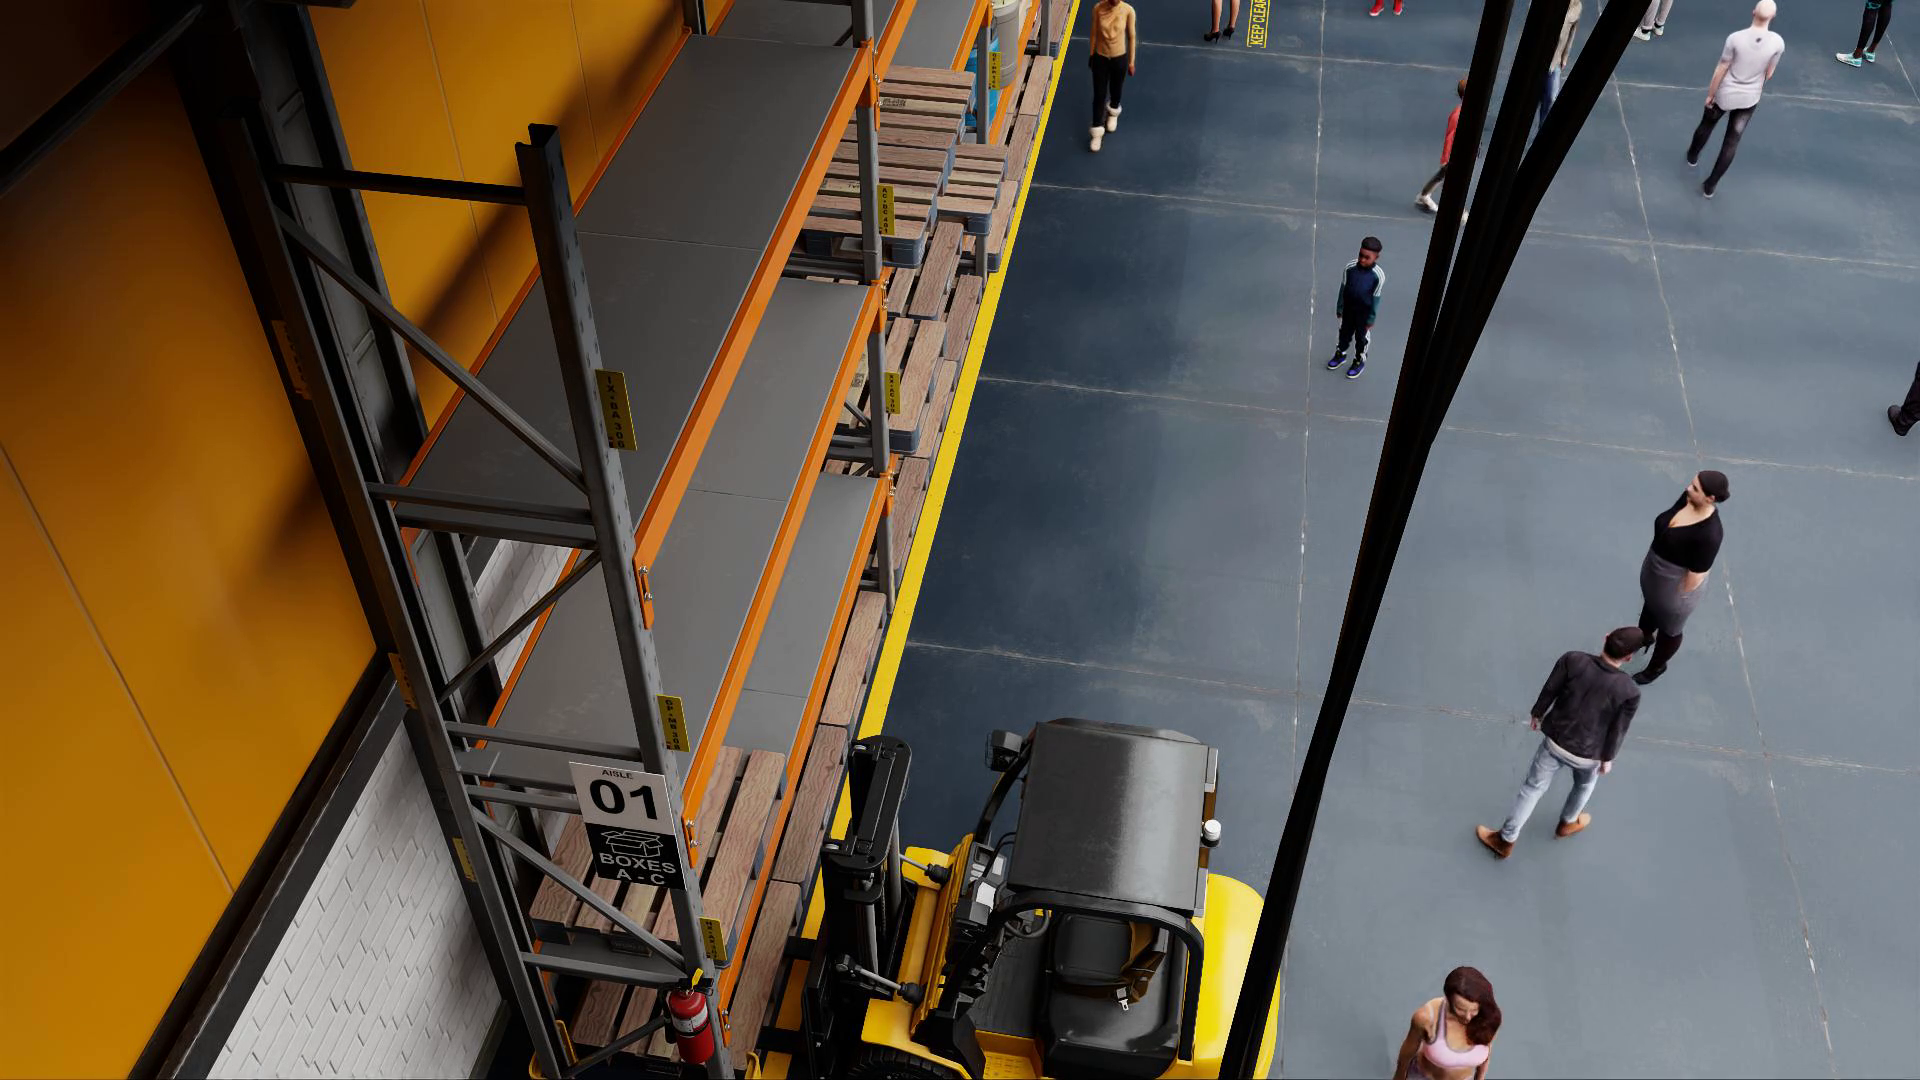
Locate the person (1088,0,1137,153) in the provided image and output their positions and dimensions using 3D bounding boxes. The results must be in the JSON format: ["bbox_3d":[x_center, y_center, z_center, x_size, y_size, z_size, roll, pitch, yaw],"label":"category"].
[{"bbox_3d":[1.453,-4.618,15.870,0.611,1.640,0.935,7,44,8],"label":"person"}]

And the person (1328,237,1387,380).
[{"bbox_3d":[3.195,-1.872,13.267,0.560,1.255,0.582,27,50,26],"label":"person"}]

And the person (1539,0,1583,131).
[{"bbox_3d":[5.411,-4.510,15.618,0.995,1.832,1.167,-11,45,-11],"label":"person"}]

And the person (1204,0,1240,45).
[{"bbox_3d":[2.779,-5.993,17.287,0.614,1.676,0.639,-19,47,-19],"label":"person"}]

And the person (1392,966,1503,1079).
[{"bbox_3d":[2.350,2.577,8.238,0.731,1.749,1.018,-2,44,-2],"label":"person"}]

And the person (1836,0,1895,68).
[{"bbox_3d":[9.437,-5.700,16.883,0.682,1.810,0.702,-18,46,-18],"label":"person"}]

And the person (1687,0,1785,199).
[{"bbox_3d":[7.021,-3.952,15.049,0.776,1.809,1.064,14,45,15],"label":"person"}]

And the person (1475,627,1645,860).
[{"bbox_3d":[3.514,1.213,9.637,0.931,1.794,1.012,23,48,23],"label":"person"}]

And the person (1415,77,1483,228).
[{"bbox_3d":[4.389,-3.505,14.886,0.881,1.386,0.940,30,51,28],"label":"person"}]

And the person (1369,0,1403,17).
[{"bbox_3d":[4.683,-6.477,17.797,0.699,1.674,0.730,24,49,23],"label":"person"}]

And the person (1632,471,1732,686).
[{"bbox_3d":[4.605,0.231,10.694,0.774,1.759,0.619,-1,44,-1],"label":"person"}]
